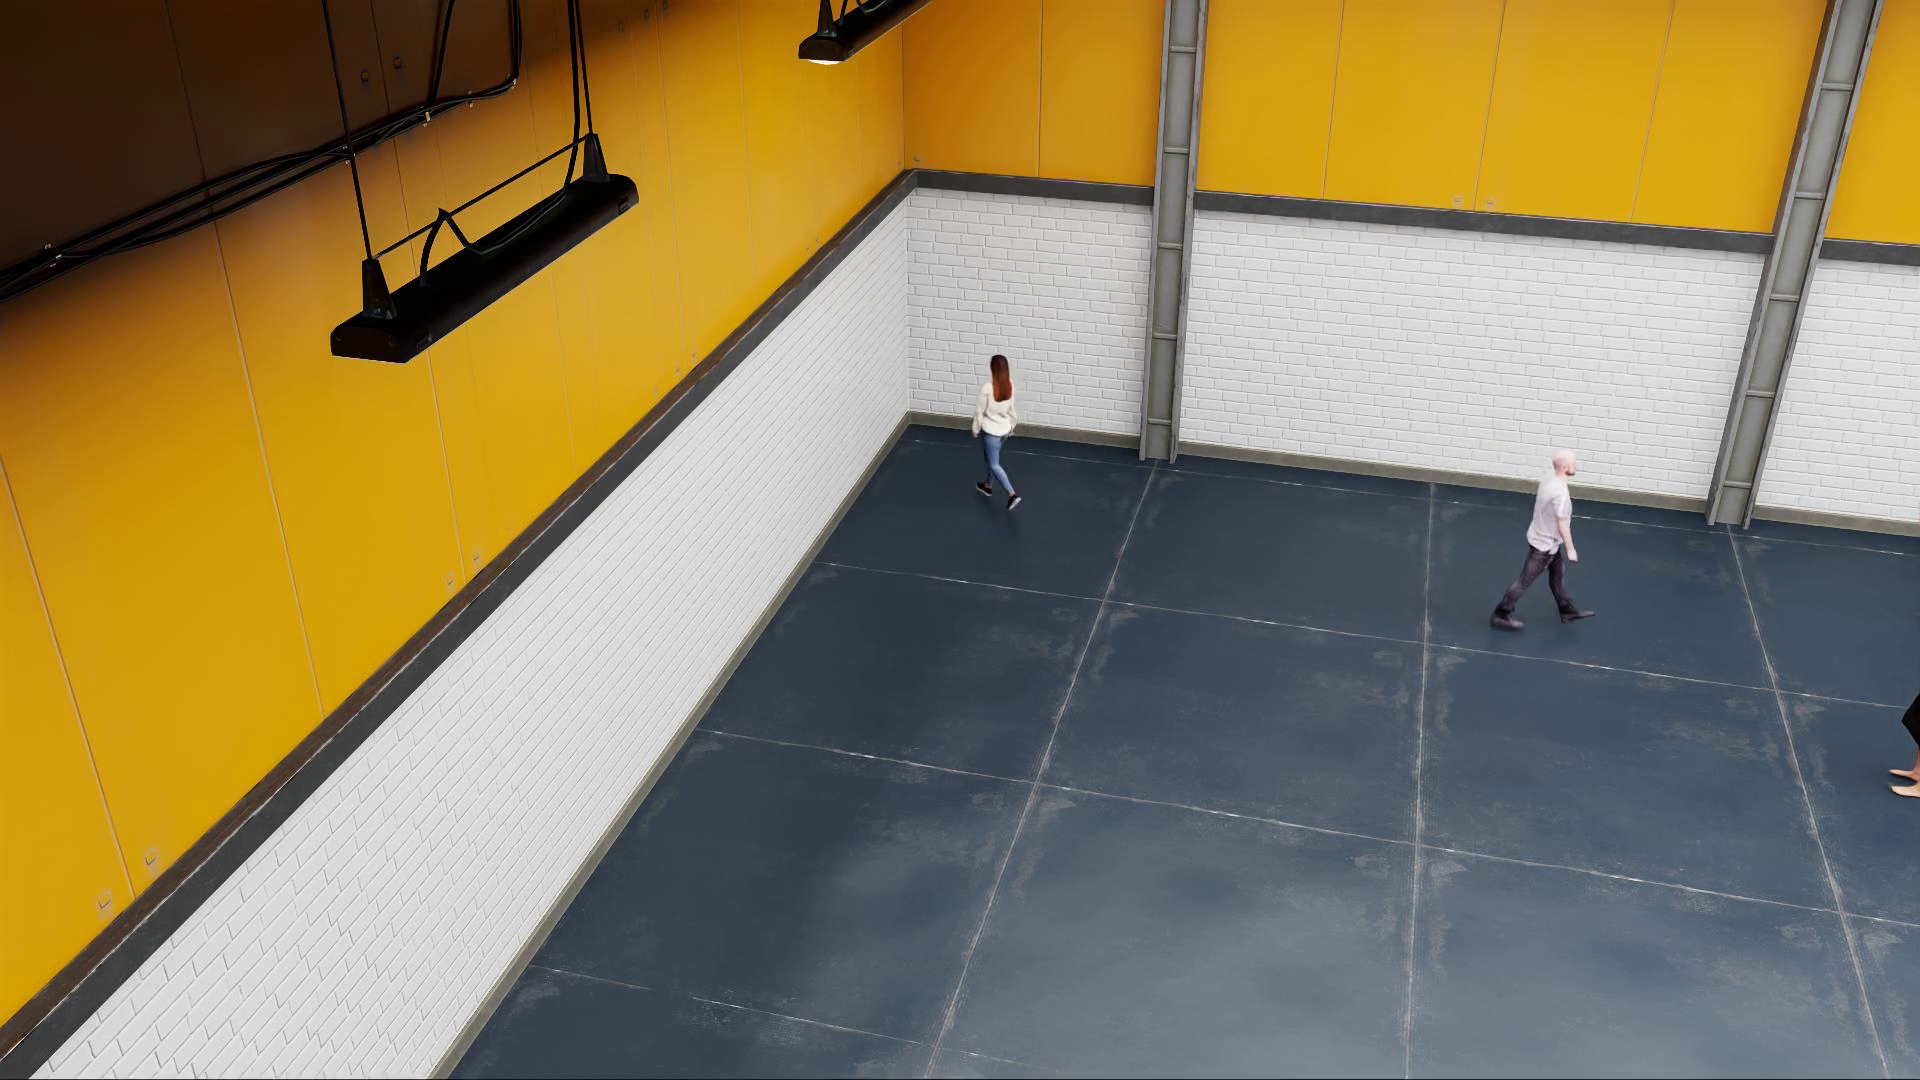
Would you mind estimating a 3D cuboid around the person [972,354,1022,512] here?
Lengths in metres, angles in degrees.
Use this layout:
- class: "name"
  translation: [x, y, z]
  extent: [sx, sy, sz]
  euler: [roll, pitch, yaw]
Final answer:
- class: "person"
  translation: [0.405, -1.102, 17.340]
  extent: [0.993, 1.671, 1.142]
  euler: [-21, 35, -33]

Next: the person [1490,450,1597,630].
- class: "person"
  translation: [5.230, 0.025, 15.149]
  extent: [1.155, 1.790, 0.691]
  euler: [7, 29, 12]
